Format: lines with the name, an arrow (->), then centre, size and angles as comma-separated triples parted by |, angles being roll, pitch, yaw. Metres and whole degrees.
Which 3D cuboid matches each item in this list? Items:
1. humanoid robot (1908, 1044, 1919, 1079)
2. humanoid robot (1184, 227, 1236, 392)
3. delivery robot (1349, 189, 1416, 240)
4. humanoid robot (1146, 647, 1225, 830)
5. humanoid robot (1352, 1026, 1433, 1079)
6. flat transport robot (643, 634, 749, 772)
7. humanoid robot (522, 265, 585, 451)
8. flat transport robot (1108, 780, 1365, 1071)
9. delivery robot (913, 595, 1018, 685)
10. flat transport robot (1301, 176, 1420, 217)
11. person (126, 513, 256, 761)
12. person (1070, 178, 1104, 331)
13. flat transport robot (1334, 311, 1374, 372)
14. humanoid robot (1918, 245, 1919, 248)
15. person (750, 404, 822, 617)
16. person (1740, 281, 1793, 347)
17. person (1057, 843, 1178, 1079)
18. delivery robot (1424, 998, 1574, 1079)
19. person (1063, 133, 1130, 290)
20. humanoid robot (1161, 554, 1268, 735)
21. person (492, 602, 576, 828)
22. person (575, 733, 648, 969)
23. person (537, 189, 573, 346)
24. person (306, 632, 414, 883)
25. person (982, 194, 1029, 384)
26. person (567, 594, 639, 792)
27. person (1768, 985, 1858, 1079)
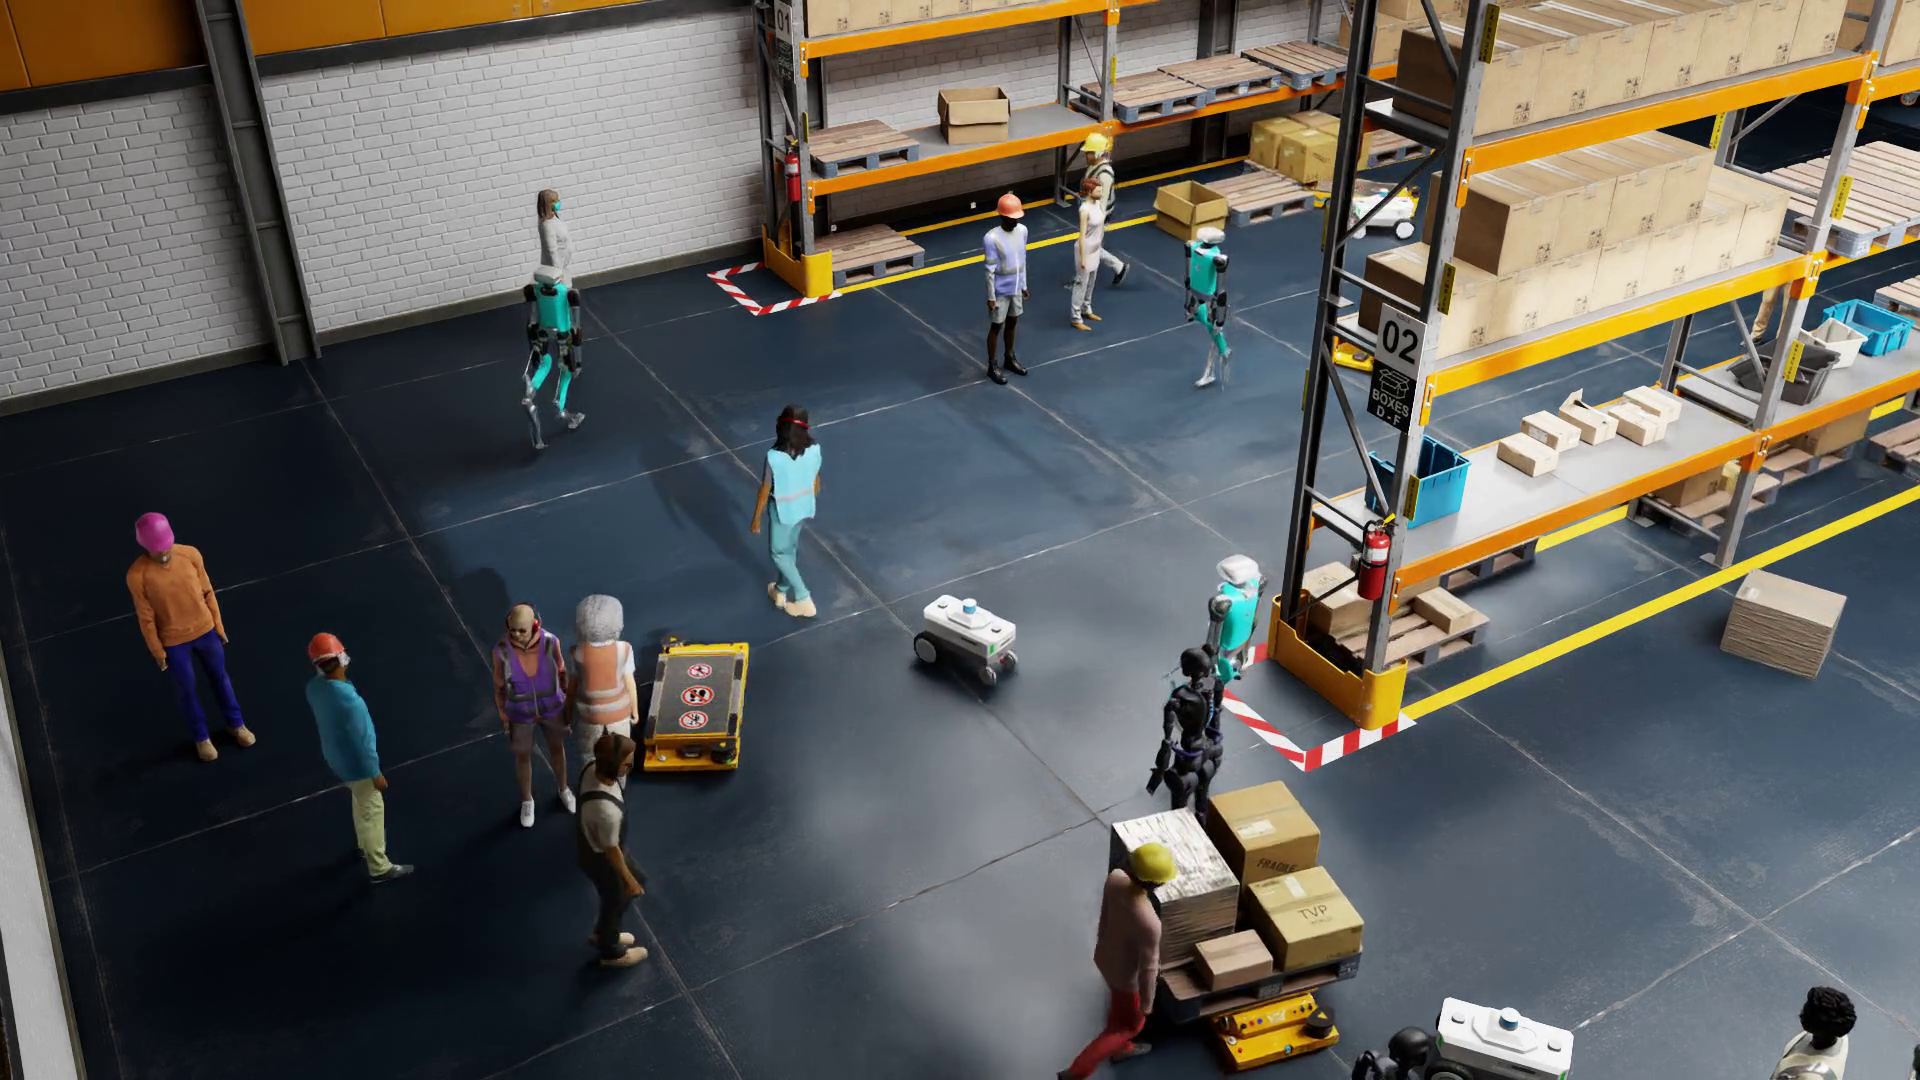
humanoid robot -> 4.730, 3.037, 7.917 | 0.671, 1.825, 0.566 | -4, 32, -6
humanoid robot -> 2.531, -2.213, 16.342 | 0.733, 1.903, 0.545 | -22, 38, -31
delivery robot -> 5.111, -3.945, 20.105 | 0.795, 0.593, 0.499 | -1, 32, -2
humanoid robot -> 1.462, 1.392, 10.546 | 0.585, 1.671, 0.352 | -26, 40, -35
humanoid robot -> 2.046, 2.986, 8.007 | 0.533, 1.643, 0.593 | -20, 37, -29
flat transport robot -> -1.921, 1.178, 12.205 | 0.659, 0.231, 1.431 | -1, 32, -2
humanoid robot -> -3.794, -1.567, 15.265 | 0.534, 1.772, 1.072 | 6, 33, 10
flat transport robot -> 1.642, 2.535, 10.041 | 0.659, 0.231, 1.431 | -10, 34, -16
delivery robot -> 0.052, 0.713, 12.679 | 0.775, 0.596, 0.499 | 23, 39, 32
flat transport robot -> 5.050, -4.344, 21.012 | 1.431, 0.231, 0.659 | 10, 33, 16
person -> -5.331, 0.652, 11.449 | 0.518, 1.972, 0.406 | -27, 41, -36
person -> 1.364, -3.049, 17.644 | 0.273, 1.653, 0.454 | 15, 35, 23
flat transport robot -> 4.400, -2.145, 17.505 | 0.659, 0.231, 1.431 | 17, 36, 25
humanoid robot -> 11.934, -4.249, 19.501 | 0.925, 1.790, 0.539 | -3, 32, -5
person -> -1.377, -0.236, 12.981 | 0.582, 1.838, 0.558 | -27, 41, -36
person -> 8.492, -2.747, 17.066 | 0.335, 1.752, 0.563 | -24, 39, -33
person -> 0.842, 2.329, 8.985 | 0.602, 1.731, 0.559 | -13, 34, -19
delivery robot -> 3.011, 2.845, 9.265 | 0.774, 0.581, 0.499 | 12, 34, 19
person -> 1.526, -3.609, 18.386 | 0.651, 1.810, 0.603 | -6, 33, -9
humanoid robot -> 1.668, 0.847, 11.400 | 0.657, 1.846, 0.540 | 27, 41, 36
person -> -2.787, 1.127, 10.945 | 0.484, 1.692, 0.349 | -12, 34, -18
person -> -2.017, 1.849, 9.683 | 0.428, 1.809, 0.551 | -9, 33, -14
person -> -4.179, -2.844, 17.308 | 0.341, 1.659, 0.486 | -5, 32, -7
person -> -3.844, 1.380, 10.534 | 0.353, 1.706, 0.612 | -28, 41, -36
person -> 0.474, -2.503, 16.507 | 0.543, 1.938, 0.351 | -26, 41, -35
person -> -2.336, 1.157, 10.914 | 0.487, 1.665, 0.604 | -8, 33, -12
person -> 4.116, 2.845, 8.207 | 0.320, 1.692, 0.533 | 20, 37, 29
